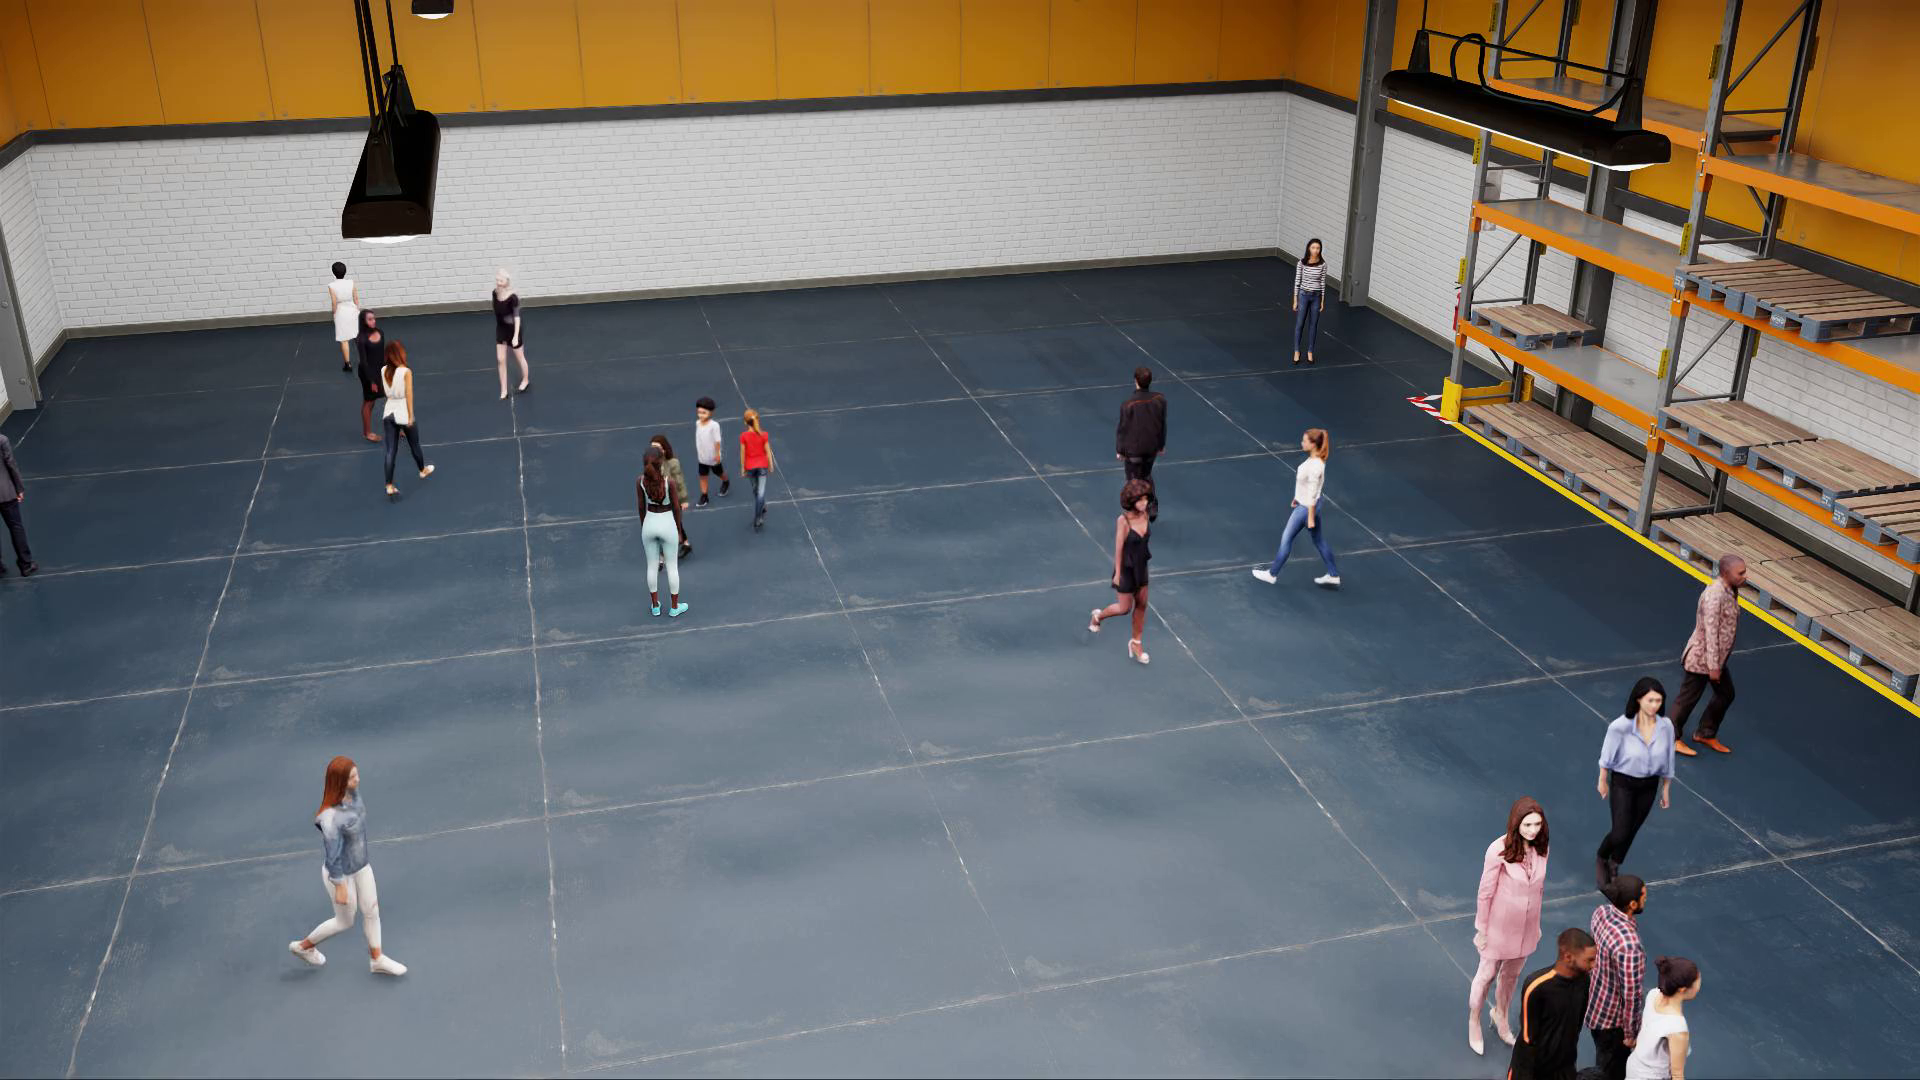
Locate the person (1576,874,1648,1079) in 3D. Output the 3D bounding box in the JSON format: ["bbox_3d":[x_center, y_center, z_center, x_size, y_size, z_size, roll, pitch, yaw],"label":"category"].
[{"bbox_3d":[3.713,2.719,9.637,0.961,1.744,1.039,1,24,3],"label":"person"}]

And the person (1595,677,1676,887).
[{"bbox_3d":[4.784,1.734,11.905,0.700,1.734,0.673,-1,24,-3],"label":"person"}]

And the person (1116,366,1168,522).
[{"bbox_3d":[1.995,-0.960,17.947,0.792,1.830,0.772,-10,26,-22],"label":"person"}]

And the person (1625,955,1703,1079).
[{"bbox_3d":[3.743,2.992,9.197,0.886,1.597,1.022,3,24,6],"label":"person"}]

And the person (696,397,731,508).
[{"bbox_3d":[-2.809,-1.032,18.845,0.792,1.243,0.904,9,25,20],"label":"person"}]

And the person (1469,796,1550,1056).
[{"bbox_3d":[3.410,2.380,10.340,0.613,1.803,0.502,-6,24,-14],"label":"person"}]

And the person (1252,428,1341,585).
[{"bbox_3d":[3.560,-0.289,16.597,1.089,1.682,1.114,8,25,19],"label":"person"}]

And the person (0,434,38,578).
[{"bbox_3d":[-9.819,-0.497,16.884,0.717,1.833,0.616,-8,25,-18],"label":"person"}]

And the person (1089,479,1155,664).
[{"bbox_3d":[1.508,0.271,15.199,0.799,1.775,0.969,-21,31,-39],"label":"person"}]

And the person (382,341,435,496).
[{"bbox_3d":[-6.434,-1.340,18.936,0.988,1.735,1.237,5,24,12],"label":"person"}]

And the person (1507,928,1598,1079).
[{"bbox_3d":[3.171,2.867,9.255,0.607,1.780,1.062,-7,24,-15],"label":"person"}]

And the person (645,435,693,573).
[{"bbox_3d":[-2.979,-0.422,17.208,0.969,1.434,1.043,12,26,25],"label":"person"}]

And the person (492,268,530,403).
[{"bbox_3d":[-5.962,-2.753,22.116,0.949,1.776,1.091,12,26,25],"label":"person"}]

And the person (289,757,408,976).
[{"bbox_3d":[-4.121,2.179,10.957,0.928,1.677,1.020,1,24,3],"label":"person"}]

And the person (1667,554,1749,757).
[{"bbox_3d":[6.061,0.926,13.685,0.860,1.788,0.910,-20,31,-38],"label":"person"}]

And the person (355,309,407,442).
[{"bbox_3d":[-7.308,-2.027,20.554,1.006,1.697,0.973,10,25,21],"label":"person"}]

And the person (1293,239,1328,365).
[{"bbox_3d":[4.938,-3.376,23.517,0.630,1.796,0.577,1,24,3],"label":"person"}]

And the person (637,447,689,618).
[{"bbox_3d":[-2.901,-0.085,16.075,0.630,1.725,0.632,2,24,5],"label":"person"}]

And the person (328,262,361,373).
[{"bbox_3d":[-8.579,-3.132,23.256,0.635,1.556,0.649,-20,30,-38],"label":"person"}]

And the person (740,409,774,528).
[{"bbox_3d":[-2.222,-0.755,18.168,0.658,1.277,0.937,1,24,3],"label":"person"}]
